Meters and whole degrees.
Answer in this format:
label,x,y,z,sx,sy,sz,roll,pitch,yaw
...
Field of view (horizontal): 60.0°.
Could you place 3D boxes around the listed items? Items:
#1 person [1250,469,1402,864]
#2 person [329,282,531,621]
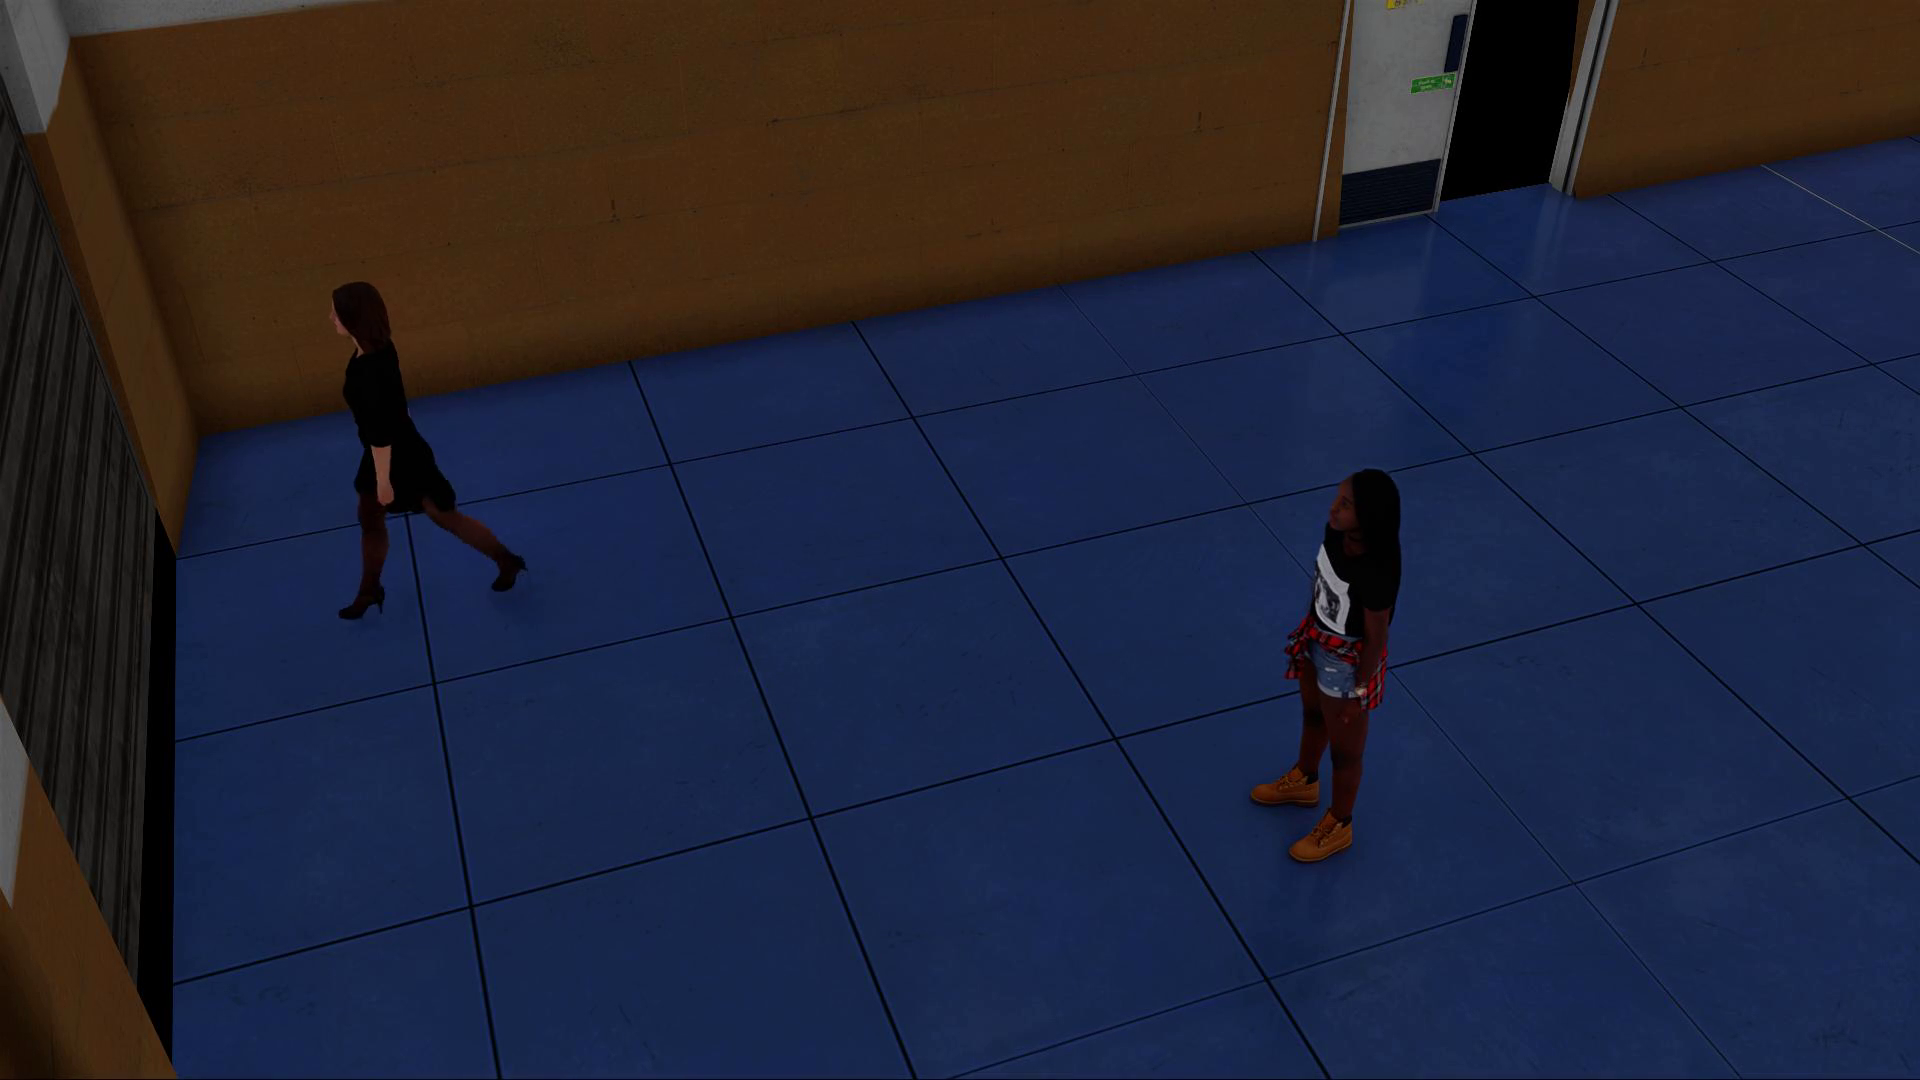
label,x,y,z,sx,sy,sz,roll,pitch,yaw
person,1.397,0.455,6.103,0.695,1.728,0.556,-9,38,-11
person,-2.331,-0.341,7.206,0.673,1.660,1.018,-10,38,-13
